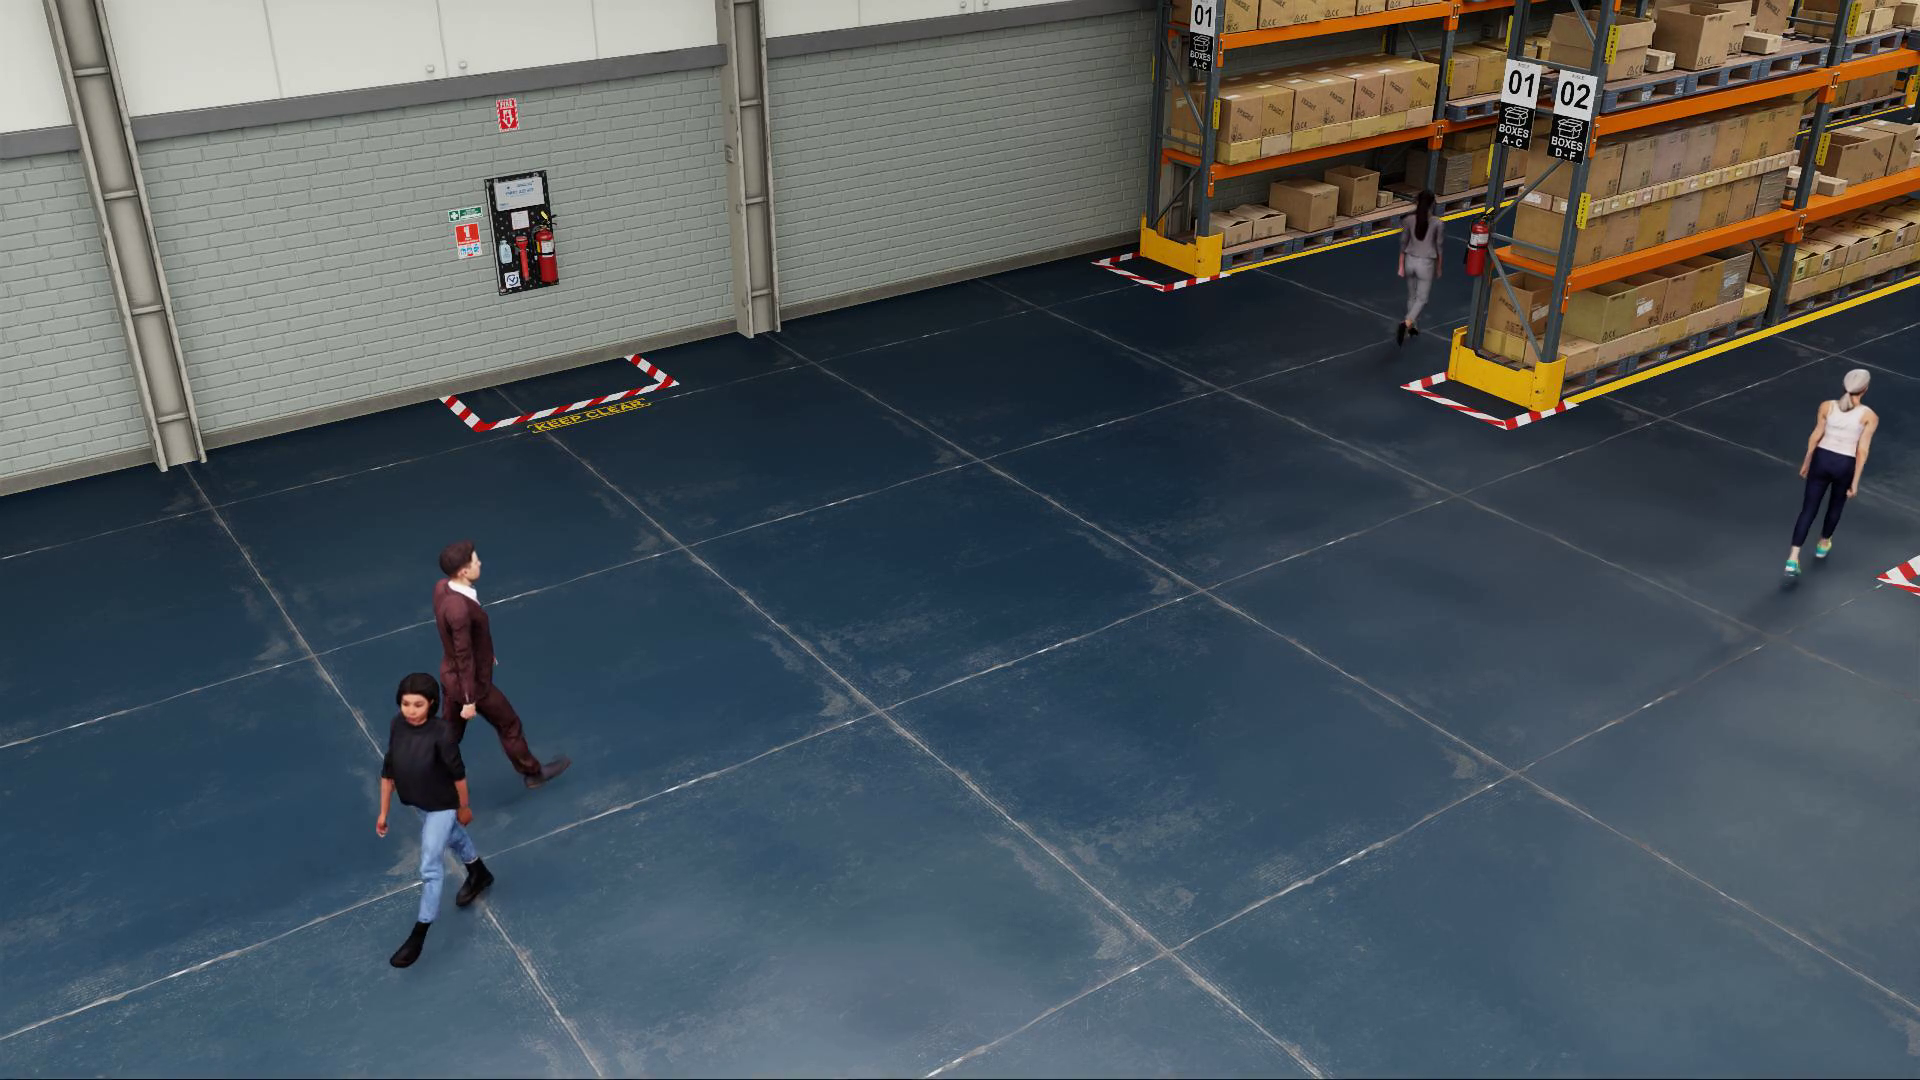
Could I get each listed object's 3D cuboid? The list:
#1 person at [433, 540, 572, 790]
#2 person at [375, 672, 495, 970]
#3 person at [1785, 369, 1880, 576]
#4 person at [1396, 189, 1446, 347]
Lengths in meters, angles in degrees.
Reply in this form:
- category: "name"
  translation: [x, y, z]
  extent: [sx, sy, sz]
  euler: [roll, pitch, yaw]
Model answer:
- category: "person"
  translation: [-3.070, 0.878, 10.105]
  extent: [1.175, 1.817, 0.676]
  euler: [-18, 32, -30]
- category: "person"
  translation: [-2.859, 1.425, 9.217]
  extent: [1.000, 1.658, 1.220]
  euler: [11, 29, 21]
- category: "person"
  translation: [6.741, -0.490, 12.929]
  extent: [0.829, 1.664, 1.220]
  euler: [21, 34, 34]
- category: "person"
  translation: [4.803, -2.820, 17.462]
  extent: [0.793, 1.657, 1.077]
  euler: [19, 33, 33]
